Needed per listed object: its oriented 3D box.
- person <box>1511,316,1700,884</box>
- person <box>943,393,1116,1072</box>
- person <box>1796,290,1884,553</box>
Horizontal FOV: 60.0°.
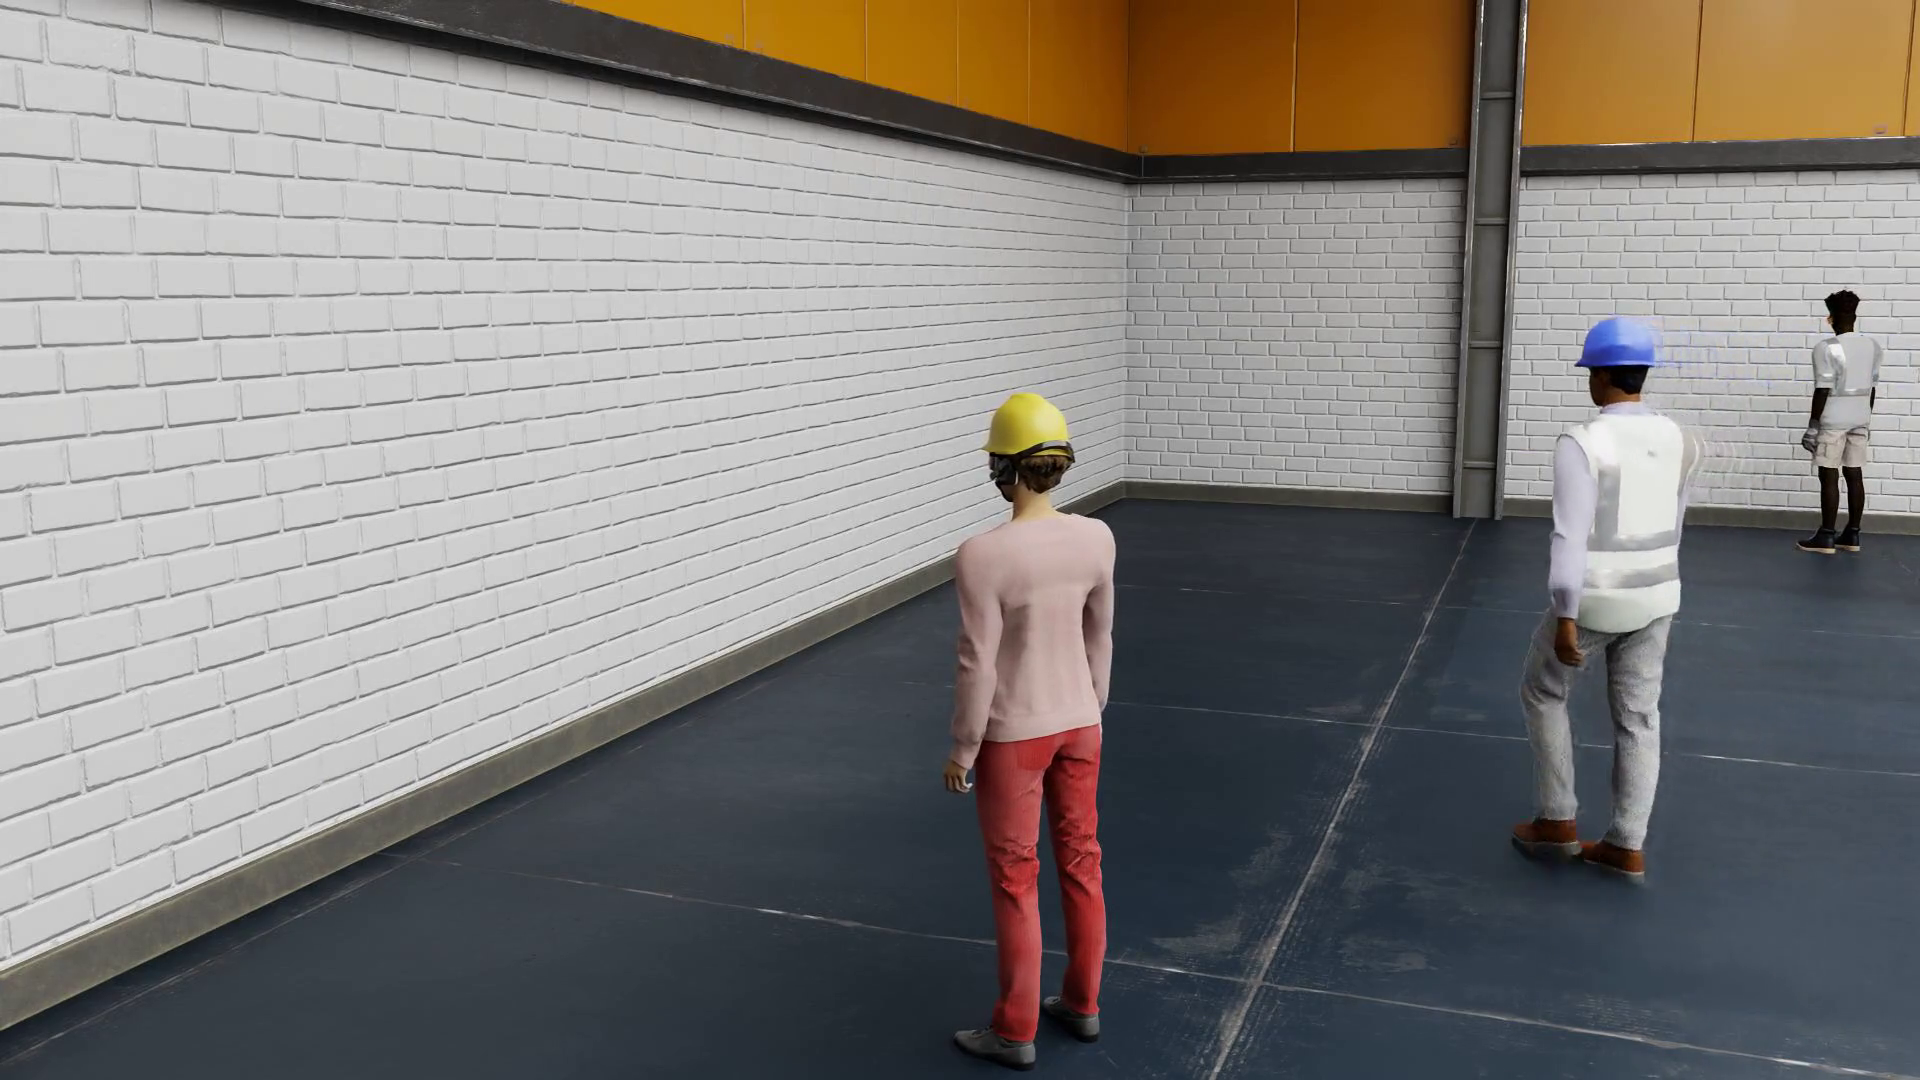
[{"bbox_3d":[2.213,0.194,5.788,0.631,1.921,0.661,-3,10,-20],"label":"person"},{"bbox_3d":[0.181,0.501,4.371,0.524,1.770,0.315,-7,11,-37],"label":"person"},{"bbox_3d":[6.556,-0.876,12.414,0.608,1.958,0.386,-3,10,-19],"label":"person"}]
